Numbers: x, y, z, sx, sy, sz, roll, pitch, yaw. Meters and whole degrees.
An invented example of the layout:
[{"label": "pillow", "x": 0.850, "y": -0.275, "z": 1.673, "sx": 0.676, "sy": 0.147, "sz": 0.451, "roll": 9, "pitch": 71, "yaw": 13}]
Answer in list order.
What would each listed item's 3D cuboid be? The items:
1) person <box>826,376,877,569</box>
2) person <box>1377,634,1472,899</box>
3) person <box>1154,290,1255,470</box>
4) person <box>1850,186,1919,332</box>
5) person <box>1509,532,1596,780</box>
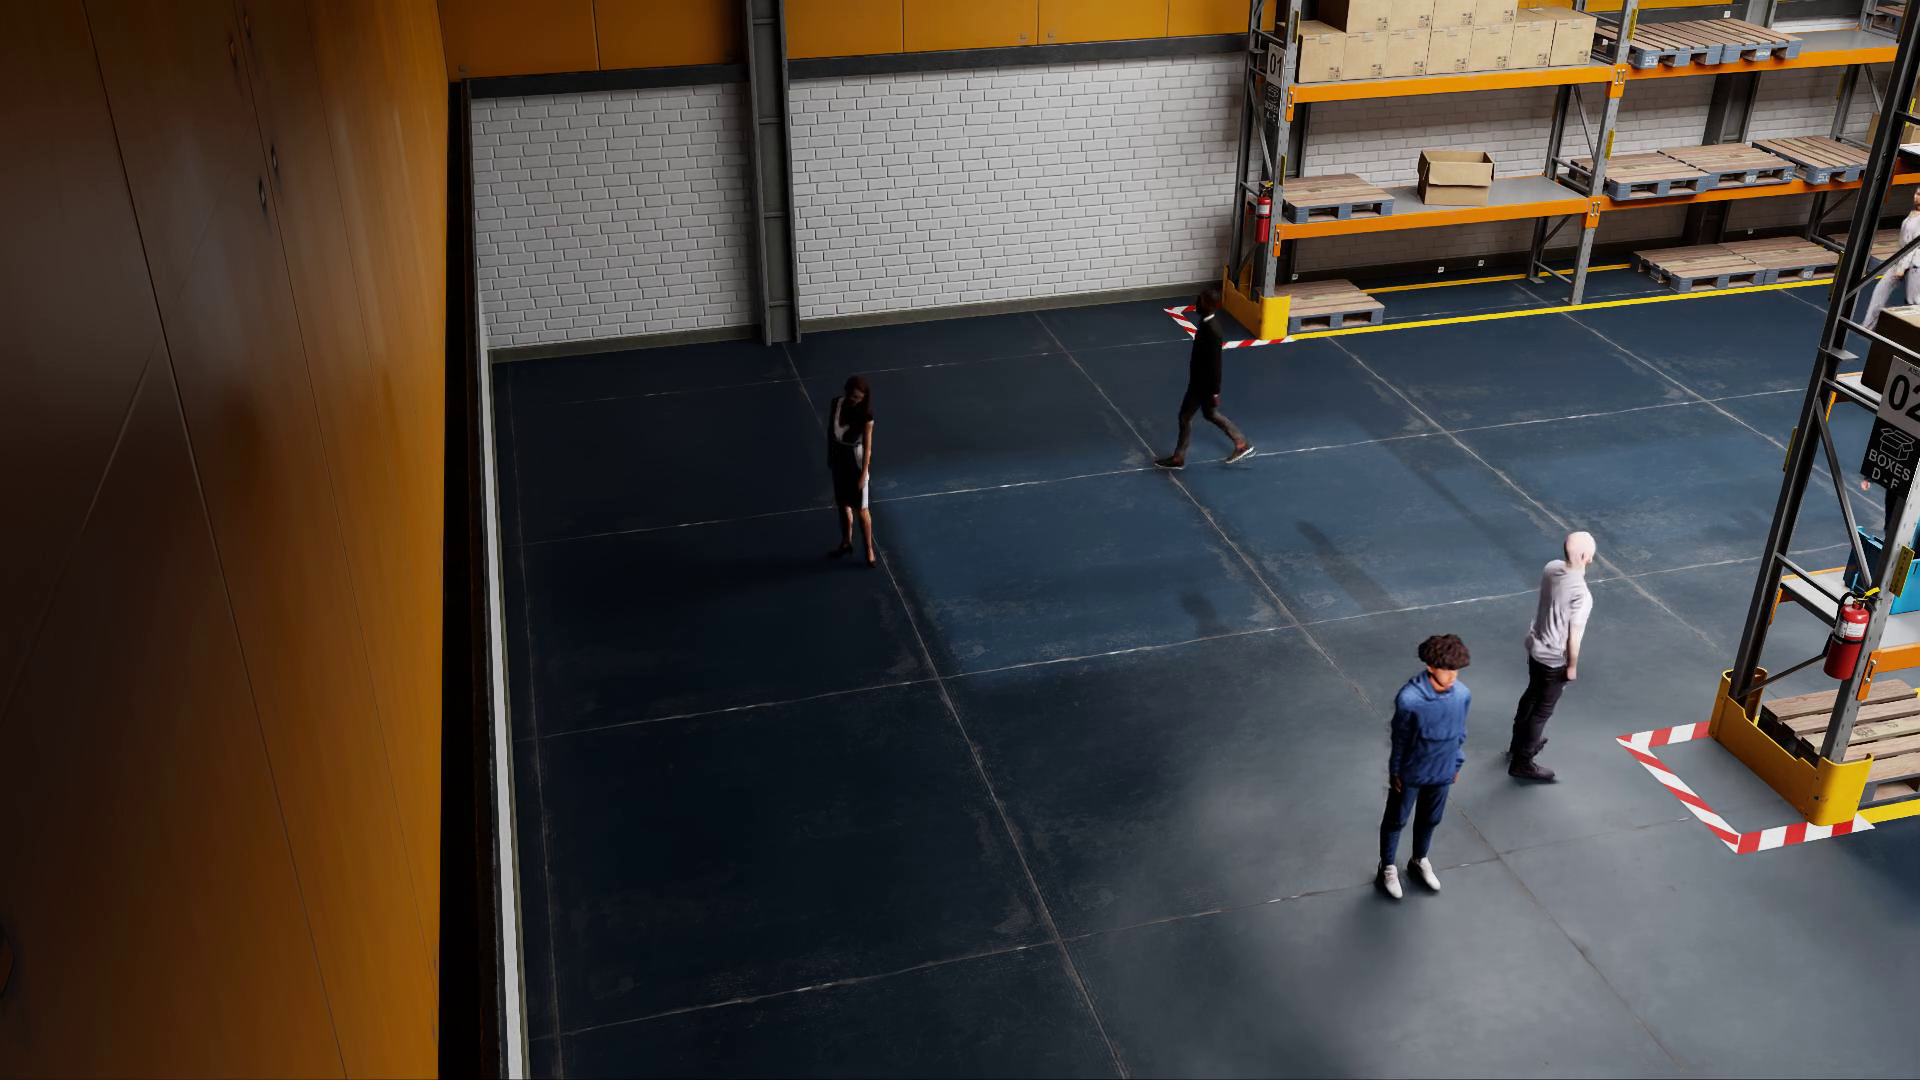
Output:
[{"label": "person", "x": -0.955, "y": -0.605, "z": 13.879, "sx": 0.757, "sy": 1.765, "sz": 0.742, "roll": -21, "pitch": 35, "yaw": -33}, {"label": "person", "x": 2.835, "y": 1.365, "z": 10.229, "sx": 0.528, "sy": 1.802, "sz": 0.735, "roll": -6, "pitch": 29, "yaw": -11}, {"label": "person", "x": 2.361, "y": -1.448, "z": 15.427, "sx": 1.241, "sy": 1.763, "sz": 0.884, "roll": 1, "pitch": 29, "yaw": 2}, {"label": "person", "x": 10.563, "y": -3.031, "z": 18.357, "sx": 1.163, "sy": 1.736, "sz": 0.841, "roll": 2, "pitch": 29, "yaw": 3}, {"label": "person", "x": 3.990, "y": 0.766, "z": 11.301, "sx": 0.684, "sy": 1.828, "sz": 0.705, "roll": 0, "pitch": 29, "yaw": 0}]
